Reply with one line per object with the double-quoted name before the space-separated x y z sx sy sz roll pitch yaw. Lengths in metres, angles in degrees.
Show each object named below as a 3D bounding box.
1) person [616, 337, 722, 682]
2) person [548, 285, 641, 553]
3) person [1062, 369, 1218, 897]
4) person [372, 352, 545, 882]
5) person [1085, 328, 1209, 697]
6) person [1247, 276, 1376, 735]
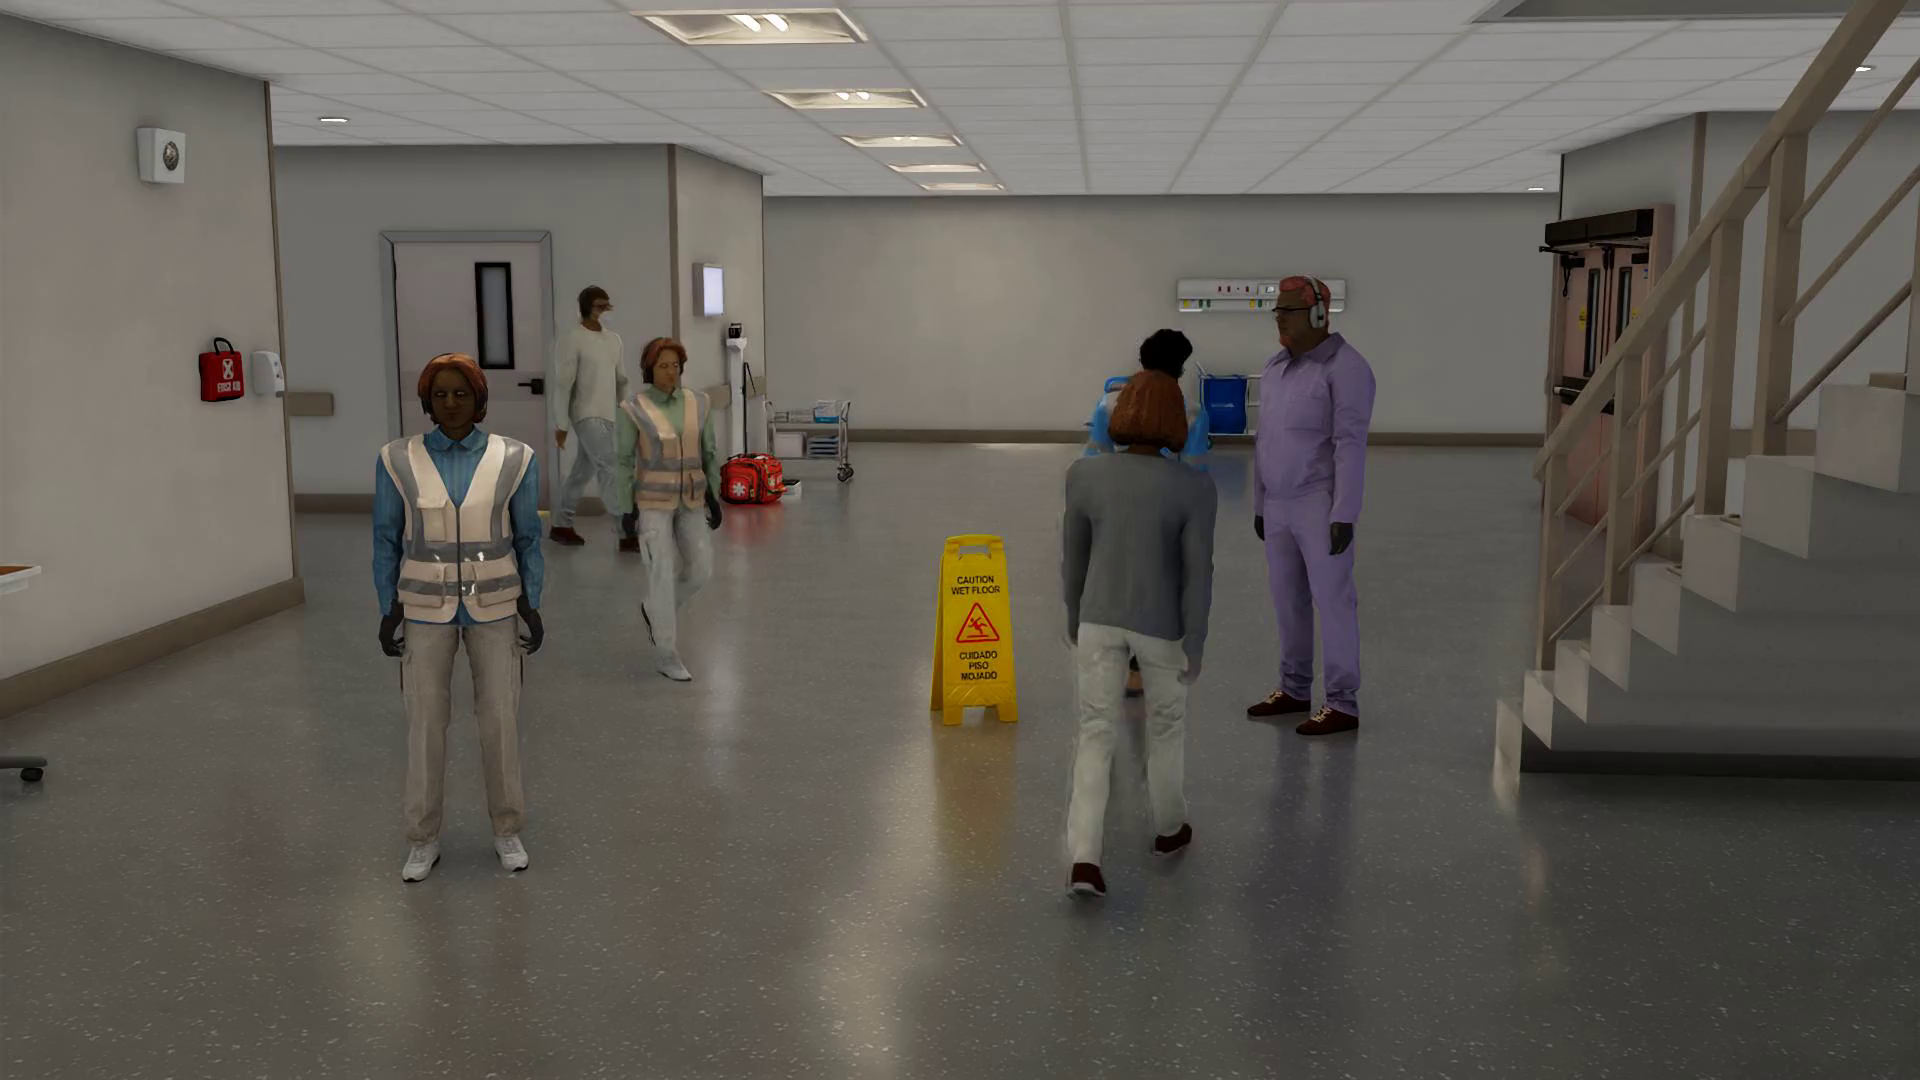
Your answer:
"person" -1.421 -0.162 7.968 0.528 1.621 0.536 -7 11 -40
"person" -2.603 -0.863 11.872 1.014 1.889 0.648 4 9 24
"person" 0.528 0.275 5.107 0.509 1.596 0.837 3 9 19
"person" -1.558 0.237 5.203 0.514 1.642 0.310 -2 9 -16
"person" 0.797 -0.091 7.305 0.572 1.670 0.603 2 9 14
"person" 1.431 -0.147 6.968 0.397 1.899 0.644 -4 9 -26
